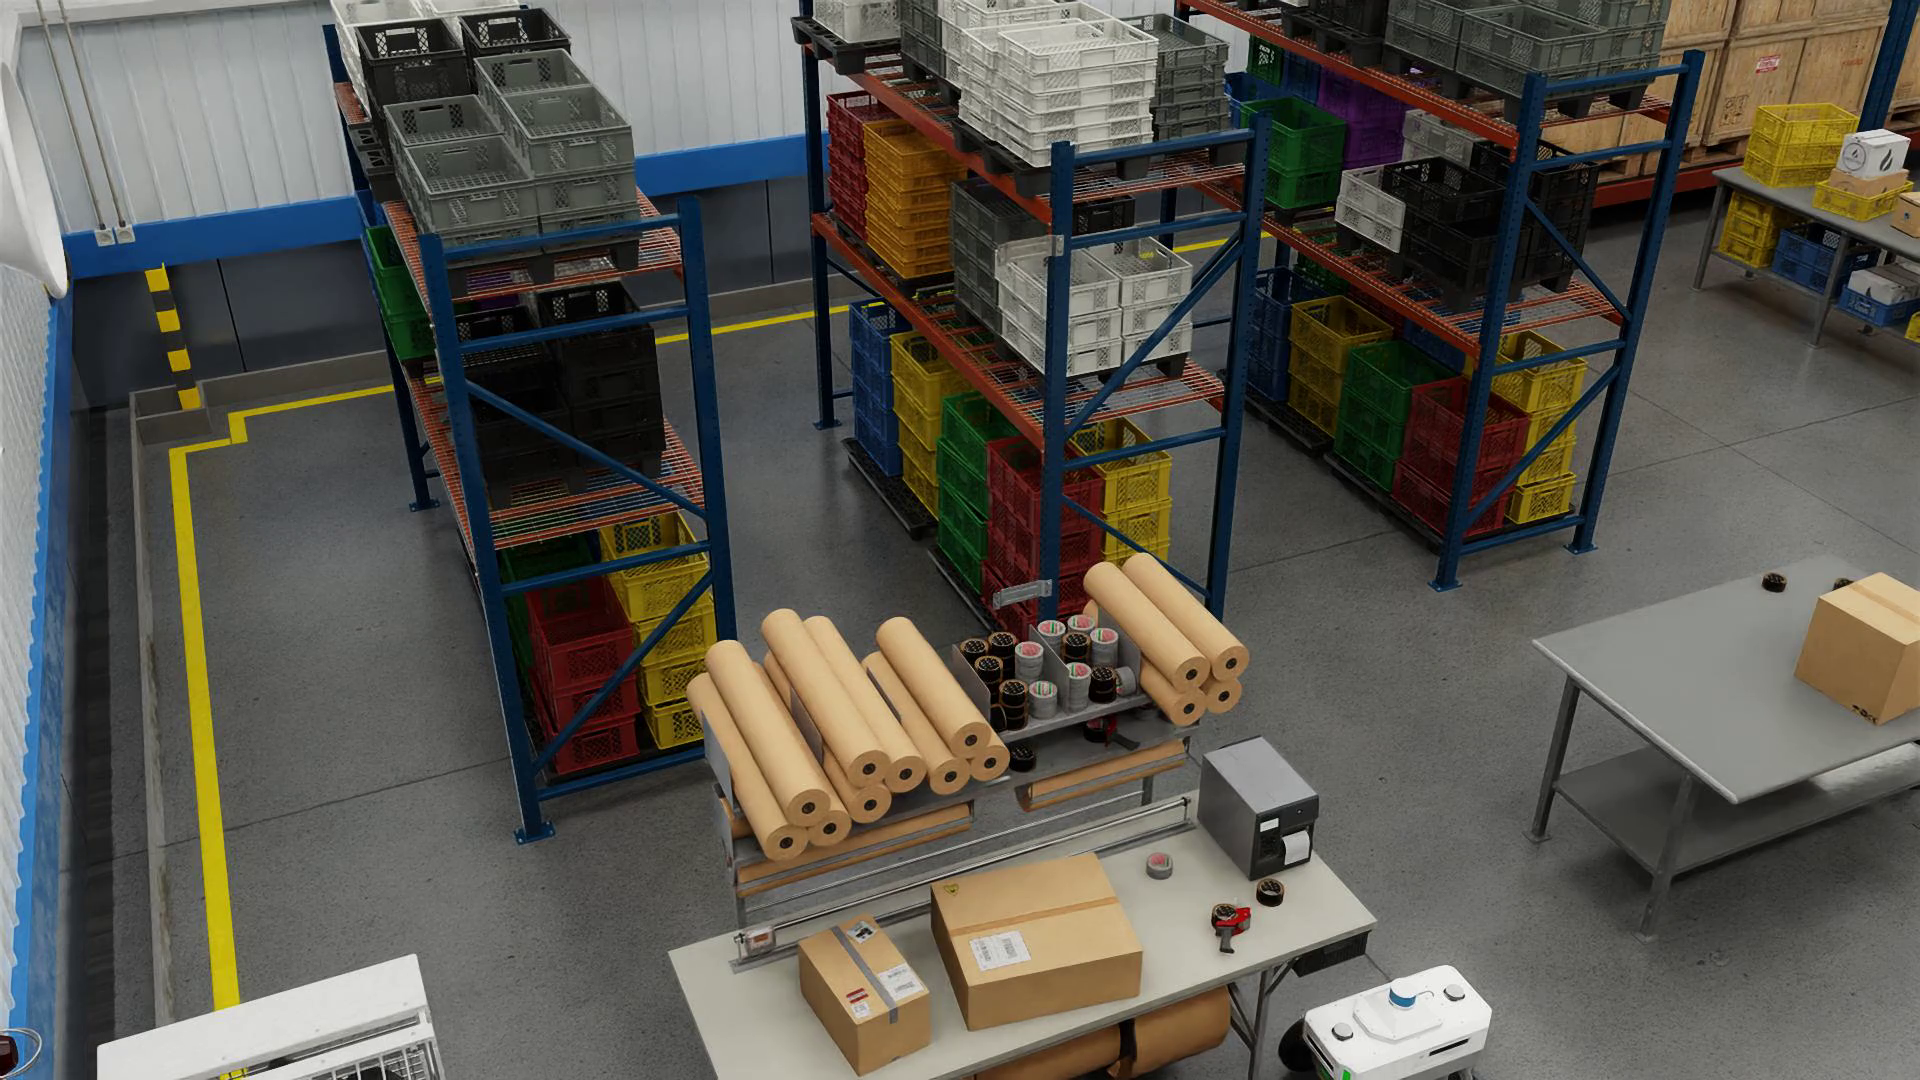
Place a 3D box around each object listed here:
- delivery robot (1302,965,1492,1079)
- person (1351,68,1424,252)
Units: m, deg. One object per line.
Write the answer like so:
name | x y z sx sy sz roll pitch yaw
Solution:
delivery robot | 1.700 1.914 6.481 0.707 0.478 0.477 -12 34 -19
person | 3.492 -3.317 13.763 0.625 1.933 0.374 19 36 28
